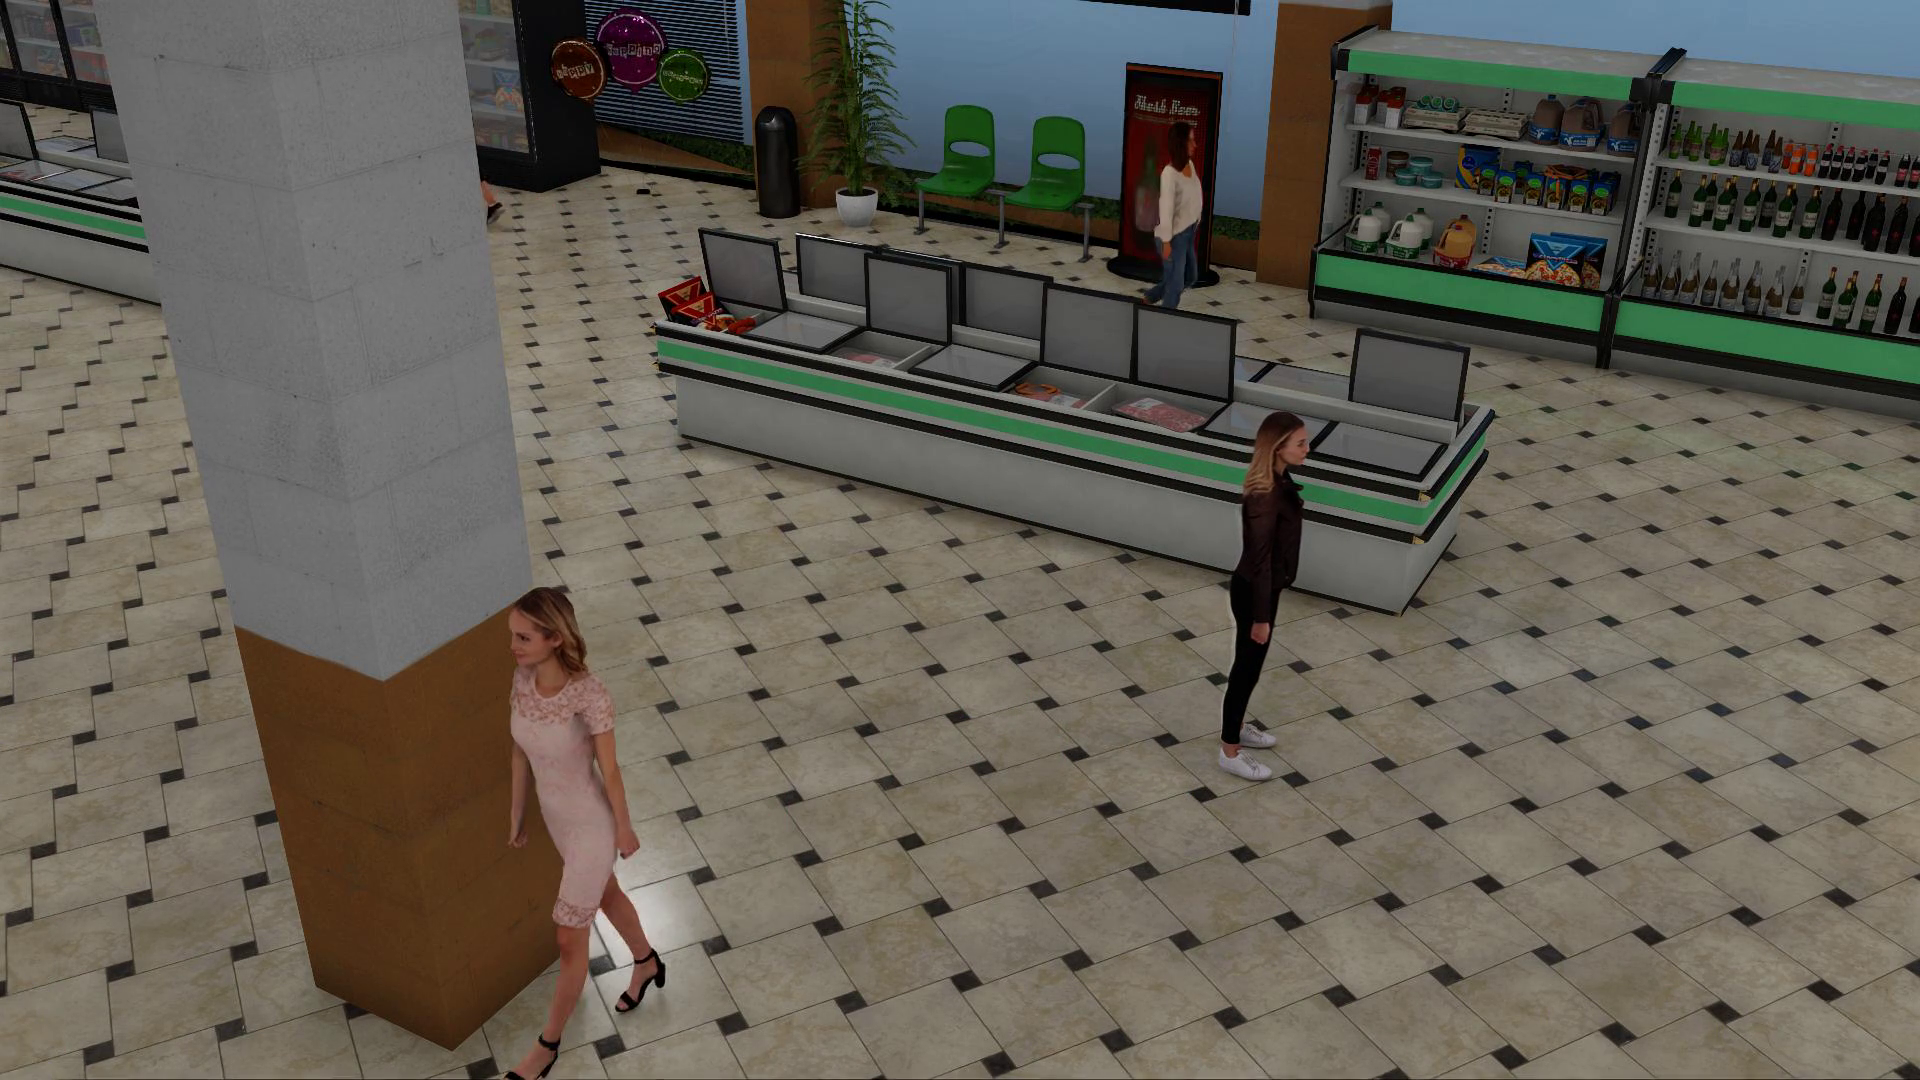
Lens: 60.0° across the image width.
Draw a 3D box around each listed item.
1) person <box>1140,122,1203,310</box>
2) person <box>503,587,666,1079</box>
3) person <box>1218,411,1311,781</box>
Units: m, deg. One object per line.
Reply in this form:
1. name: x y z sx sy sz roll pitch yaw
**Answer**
1. person: 1.485 -2.192 12.034 0.733 1.673 0.636 13 30 24
2. person: -1.228 0.941 5.719 0.987 1.798 0.747 20 33 33
3. person: 1.298 0.227 7.231 0.586 1.703 0.654 7 28 14
